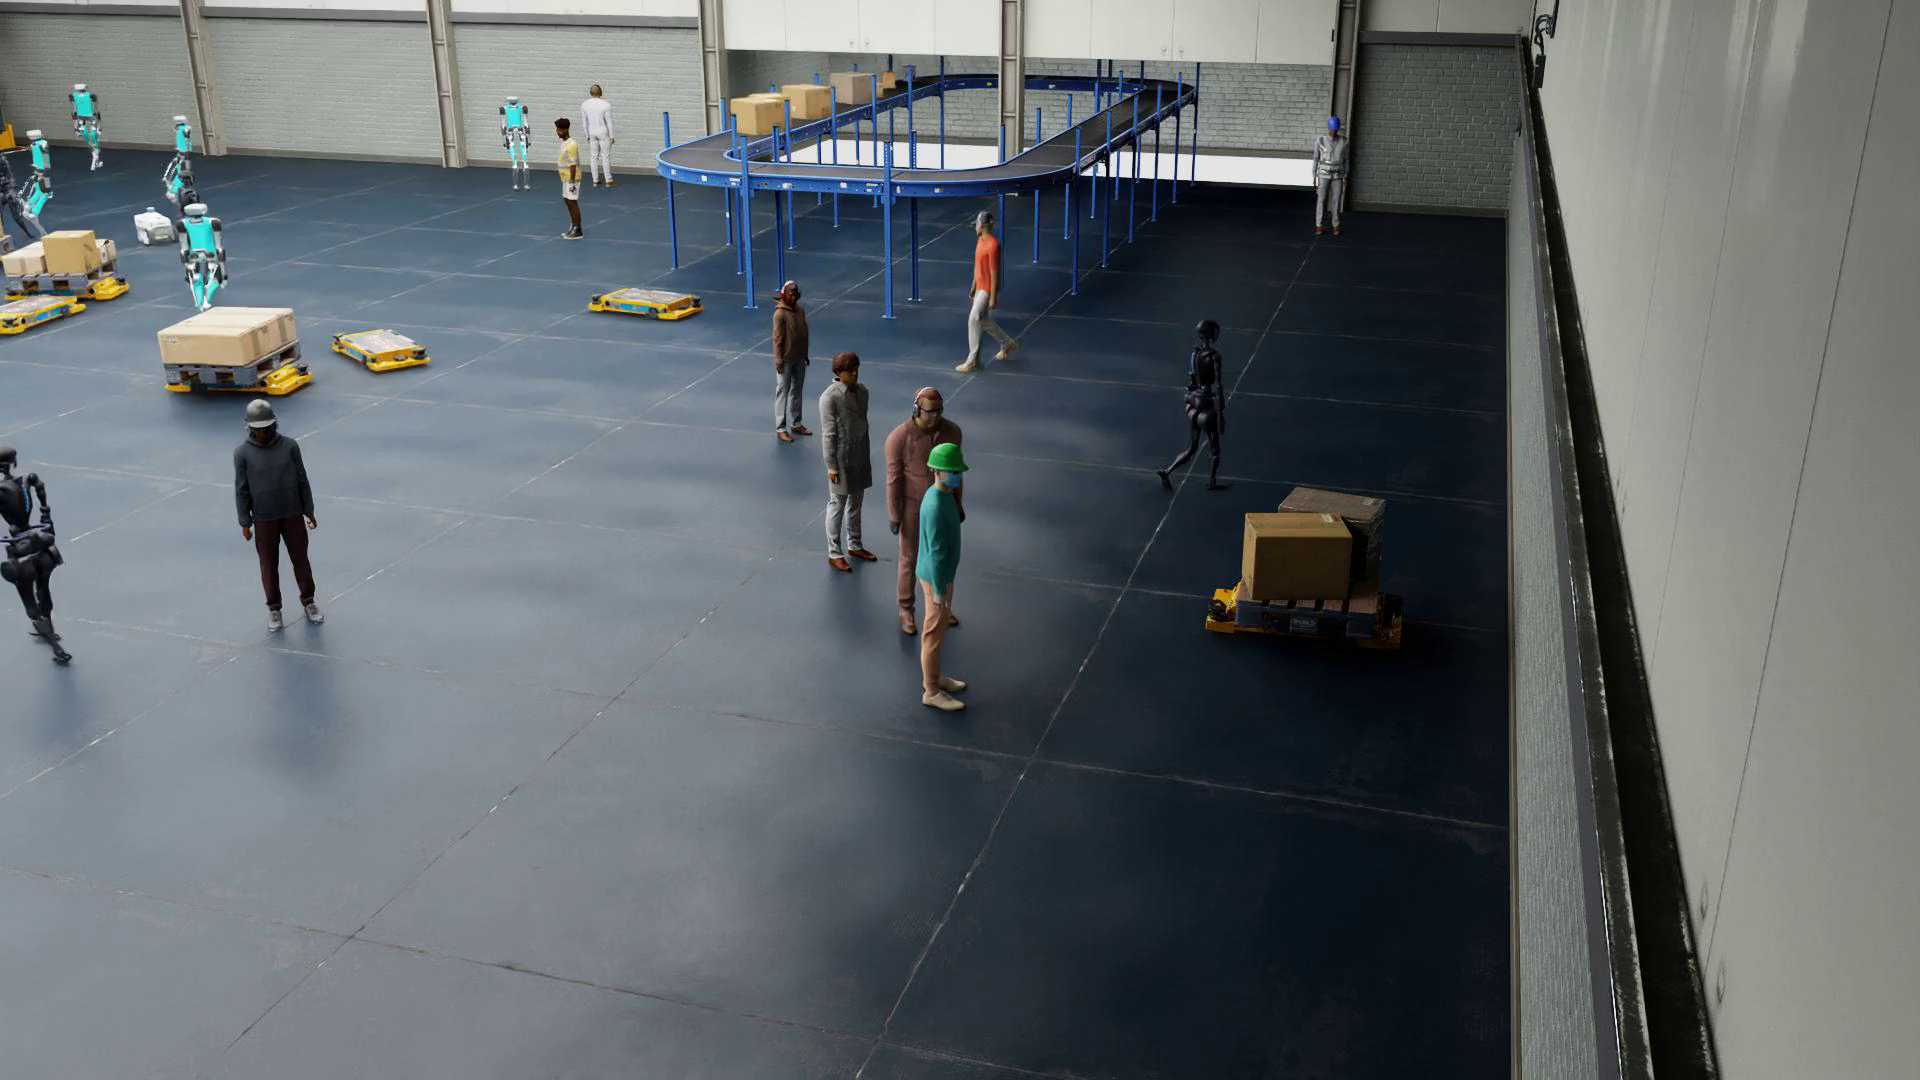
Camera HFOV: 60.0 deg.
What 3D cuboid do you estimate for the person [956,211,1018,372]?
[{"bbox_3d":[0.319,-2.938,19.573,0.779,1.865,0.479,-5,22,-13],"label":"person"}]

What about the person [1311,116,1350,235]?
[{"bbox_3d":[6.119,-6.018,27.481,0.615,1.933,0.416,0,21,-1],"label":"person"}]

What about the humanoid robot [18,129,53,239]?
[{"bbox_3d":[-15.022,-5.680,26.935,0.648,1.852,0.540,-19,28,-40],"label":"humanoid robot"}]

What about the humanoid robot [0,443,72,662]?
[{"bbox_3d":[-6.785,0.092,12.054,0.624,1.651,0.588,7,22,18],"label":"humanoid robot"}]

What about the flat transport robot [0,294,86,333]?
[{"bbox_3d":[-12.277,-2.974,21.892,0.659,0.231,1.431,3,21,9],"label":"flat transport robot"}]

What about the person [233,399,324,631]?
[{"bbox_3d":[-5.163,-0.199,12.561,0.550,1.806,0.381,-12,24,-28],"label":"person"}]

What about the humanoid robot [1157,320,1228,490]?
[{"bbox_3d":[2.216,-1.238,15.473,0.677,1.640,0.600,-9,23,-21],"label":"humanoid robot"}]

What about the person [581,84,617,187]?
[{"bbox_3d":[-6.951,-7.801,32.092,0.632,1.940,0.369,5,22,13],"label":"person"}]

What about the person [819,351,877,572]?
[{"bbox_3d":[-0.919,-0.659,13.719,0.365,1.832,0.503,17,27,37],"label":"person"}]

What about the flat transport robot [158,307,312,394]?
[{"bbox_3d":[-8.231,-1.845,18.964,1.431,0.231,0.659,2,21,5],"label":"flat transport robot"}]

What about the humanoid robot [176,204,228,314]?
[{"bbox_3d":[-9.361,-3.240,20.537,0.538,1.722,1.019,-2,21,-6],"label":"humanoid robot"}]

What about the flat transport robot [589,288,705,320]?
[{"bbox_3d":[-4.232,-3.187,22.444,1.431,0.231,0.659,10,23,23],"label":"flat transport robot"}]

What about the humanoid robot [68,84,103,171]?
[{"bbox_3d":[-17.876,-8.469,34.231,0.530,1.844,0.905,-4,22,-11],"label":"humanoid robot"}]

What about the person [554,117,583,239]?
[{"bbox_3d":[-6.381,-5.913,27.177,0.379,1.953,0.618,-9,23,-23],"label":"person"}]

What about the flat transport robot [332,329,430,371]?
[{"bbox_3d":[-7.035,-2.310,20.169,0.659,0.231,1.431,-17,27,-37],"label":"flat transport robot"}]

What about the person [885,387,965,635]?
[{"bbox_3d":[-0.239,-0.228,12.499,0.650,1.904,0.406,-11,24,-27],"label":"person"}]

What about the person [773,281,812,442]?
[{"bbox_3d":[-1.736,-1.844,17.034,0.309,1.650,0.470,15,26,34],"label":"person"}]

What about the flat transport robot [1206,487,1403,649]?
[{"bbox_3d":[2.643,0.559,12.728,1.431,0.231,0.659,6,22,14],"label":"flat transport robot"}]

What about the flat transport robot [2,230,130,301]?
[{"bbox_3d":[-12.519,-3.539,23.355,1.431,0.231,0.659,-2,21,-5],"label":"flat transport robot"}]

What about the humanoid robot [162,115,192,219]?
[{"bbox_3d":[-13.562,-6.389,28.760,0.656,1.831,0.548,-15,26,-35],"label":"humanoid robot"}]

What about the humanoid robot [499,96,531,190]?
[{"bbox_3d":[-8.387,-7.517,31.542,0.530,1.721,0.723,-8,22,-19],"label":"humanoid robot"}]

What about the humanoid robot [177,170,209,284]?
[{"bbox_3d":[-10.975,-4.460,23.788,0.609,1.653,0.318,18,27,39],"label":"humanoid robot"}]

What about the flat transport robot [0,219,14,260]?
[{"bbox_3d":[-14.991,-4.164,24.978,0.659,0.231,1.431,-3,21,-8],"label":"flat transport robot"}]

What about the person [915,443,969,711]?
[{"bbox_3d":[-0.120,0.234,11.344,0.363,1.872,0.511,2,21,4],"label":"person"}]

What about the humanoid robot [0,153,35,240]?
[{"bbox_3d":[-15.470,-5.649,26.918,0.616,1.642,0.608,10,23,23],"label":"humanoid robot"}]

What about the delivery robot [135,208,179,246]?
[{"bbox_3d":[-13.075,-5.086,26.962,0.772,0.587,0.499,20,29,41],"label":"delivery robot"}]
